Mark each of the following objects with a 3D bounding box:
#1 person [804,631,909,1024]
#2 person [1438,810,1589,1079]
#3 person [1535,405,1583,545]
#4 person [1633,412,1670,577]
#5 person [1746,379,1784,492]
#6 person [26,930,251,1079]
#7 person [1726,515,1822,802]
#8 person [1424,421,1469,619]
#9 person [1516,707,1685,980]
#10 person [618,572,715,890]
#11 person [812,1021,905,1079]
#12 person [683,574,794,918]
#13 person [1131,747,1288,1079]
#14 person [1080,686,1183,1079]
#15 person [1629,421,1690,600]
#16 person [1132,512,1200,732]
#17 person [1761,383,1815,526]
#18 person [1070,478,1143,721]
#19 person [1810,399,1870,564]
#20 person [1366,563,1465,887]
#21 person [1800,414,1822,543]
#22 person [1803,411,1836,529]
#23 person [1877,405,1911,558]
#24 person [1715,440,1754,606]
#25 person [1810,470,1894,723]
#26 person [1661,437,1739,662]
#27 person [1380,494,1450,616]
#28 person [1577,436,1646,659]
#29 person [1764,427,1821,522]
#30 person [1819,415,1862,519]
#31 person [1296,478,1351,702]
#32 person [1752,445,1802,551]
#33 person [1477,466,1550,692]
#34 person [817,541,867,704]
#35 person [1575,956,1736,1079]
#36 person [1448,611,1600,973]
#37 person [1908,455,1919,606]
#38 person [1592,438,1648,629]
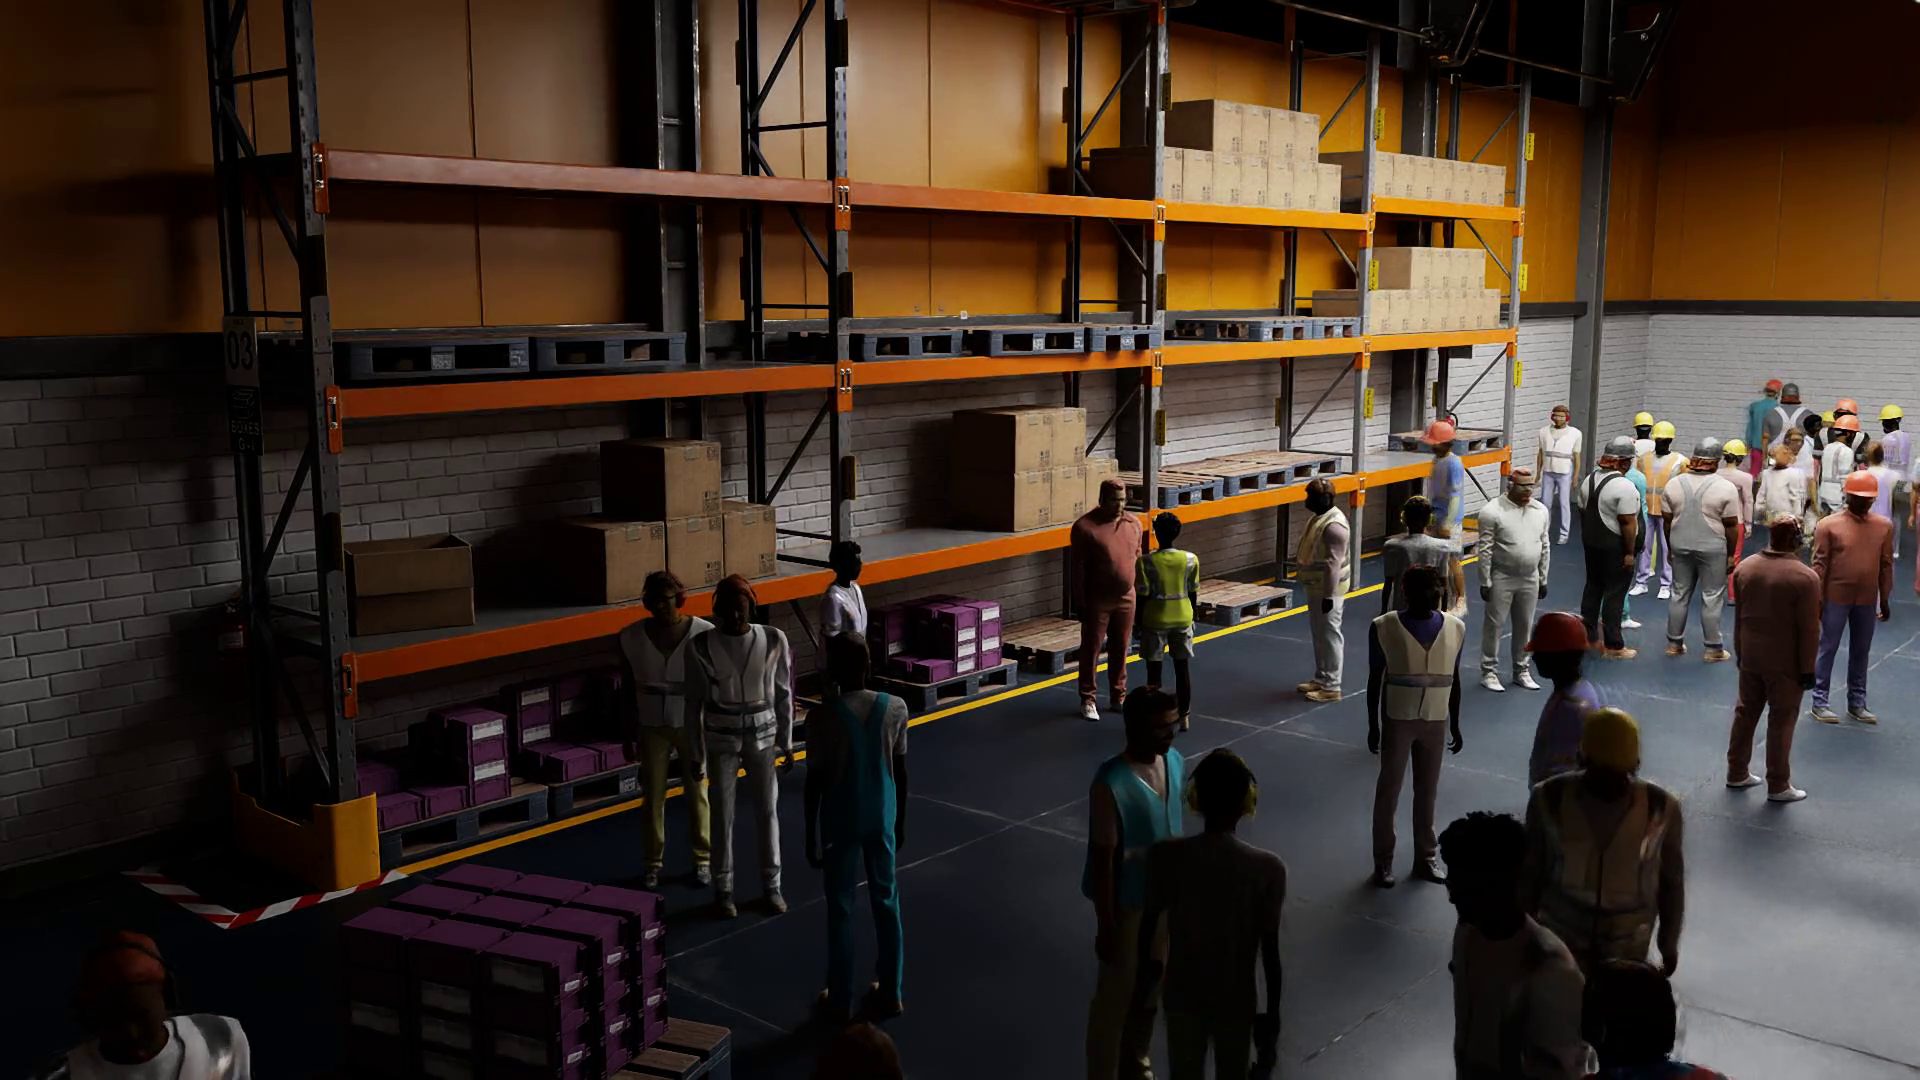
[{"bbox_3d":[-0.480,1.327,7.692,0.507,1.842,0.352,-4,10,-23],"label":"person"},{"bbox_3d":[1.755,1.718,5.009,0.783,1.909,0.671,-2,9,-16],"label":"person"},{"bbox_3d":[7.825,-0.852,21.742,0.567,1.836,0.385,8,12,42],"label":"person"},{"bbox_3d":[7.898,-0.519,19.305,0.586,1.923,0.371,2,9,11],"label":"person"},{"bbox_3d":[12.177,-1.451,25.146,0.632,1.974,0.659,9,12,44],"label":"person"},{"bbox_3d":[-1.967,1.864,4.136,0.592,1.858,0.742,-8,12,-41],"label":"person"},{"bbox_3d":[5.442,0.773,11.074,0.397,1.899,0.639,-4,10,-23],"label":"person"},{"bbox_3d":[4.953,-0.214,17.054,0.517,2.007,0.824,-1,9,-7],"label":"person"},{"bbox_3d":[2.511,1.513,6.562,0.621,1.812,0.534,4,9,22],"label":"person"},{"bbox_3d":[-1.630,1.065,9.395,0.565,1.830,0.416,0,9,-1],"label":"person"},{"bbox_3d":[-0.231,1.970,4.223,0.521,1.607,0.676,3,9,19],"label":"person"},{"bbox_3d":[-1.195,1.106,8.985,0.584,1.878,0.364,-3,9,-16],"label":"person"},{"bbox_3d":[0.857,1.626,5.830,0.549,1.804,0.993,2,9,13],"label":"person"},{"bbox_3d":[0.697,1.474,6.747,0.398,1.834,0.568,6,11,35],"label":"person"},{"bbox_3d":[7.572,-0.325,18.030,0.587,1.930,0.355,8,12,43],"label":"person"},{"bbox_3d":[1.557,0.632,12.606,0.533,1.697,0.319,-2,9,-15],"label":"person"},{"bbox_3d":[11.589,-1.198,23.304,0.682,2.000,0.535,4,10,26],"label":"person"},{"bbox_3d":[1.179,0.458,13.067,0.640,1.905,0.410,-4,10,-26],"label":"person"},{"bbox_3d":[10.607,-0.688,20.075,0.613,2.028,0.409,6,10,32],"label":"person"},{"bbox_3d":[2.586,1.039,9.488,0.567,1.849,0.386,-1,9,-9],"label":"person"},{"bbox_3d":[11.165,-0.807,21.888,0.316,1.696,0.540,8,12,43],"label":"person"},{"bbox_3d":[11.412,-0.840,21.994,0.492,1.731,0.324,4,10,24],"label":"person"},{"bbox_3d":[11.478,-0.709,20.557,0.592,1.917,0.402,-7,11,-38],"label":"person"},{"bbox_3d":[8.153,-0.182,17.636,0.312,1.768,0.522,-6,11,-36],"label":"person"},{"bbox_3d":[6.920,0.443,12.905,0.614,1.987,0.408,0,9,-1],"label":"person"},{"bbox_3d":[6.747,0.073,15.106,0.537,2.000,0.682,-8,12,-41],"label":"person"},{"bbox_3d":[3.351,0.592,12.309,0.516,1.873,0.329,1,9,5],"label":"person"},{"bbox_3d":[6.000,0.053,15.234,0.535,2.000,0.686,-2,9,-14],"label":"person"},{"bbox_3d":[9.439,-0.388,18.933,0.539,1.811,0.961,-1,9,-5],"label":"person"},{"bbox_3d":[10.019,-0.465,18.958,0.389,1.925,0.549,0,9,3],"label":"person"},{"bbox_3d":[2.972,0.405,13.659,0.432,1.836,0.619,-1,9,-5],"label":"person"},{"bbox_3d":[9.075,-0.259,18.608,0.677,1.605,0.536,-3,9,-17],"label":"person"},{"bbox_3d":[4.643,0.327,13.934,0.644,1.900,0.399,-2,9,-12],"label":"person"},{"bbox_3d":[-0.799,0.838,11.310,0.321,1.690,0.537,2,9,15],"label":"person"},{"bbox_3d":[1.645,1.909,4.119,0.645,1.772,0.993,-2,9,-12],"label":"person"},{"bbox_3d":[2.879,1.271,7.885,0.953,1.895,0.556,4,10,22],"label":"person"},{"bbox_3d":[10.309,-0.282,17.393,0.701,2.000,0.593,6,11,34],"label":"person"},{"bbox_3d":[6.549,-0.074,16.527,0.398,1.899,0.649,-5,10,-29],"label":"person"}]
